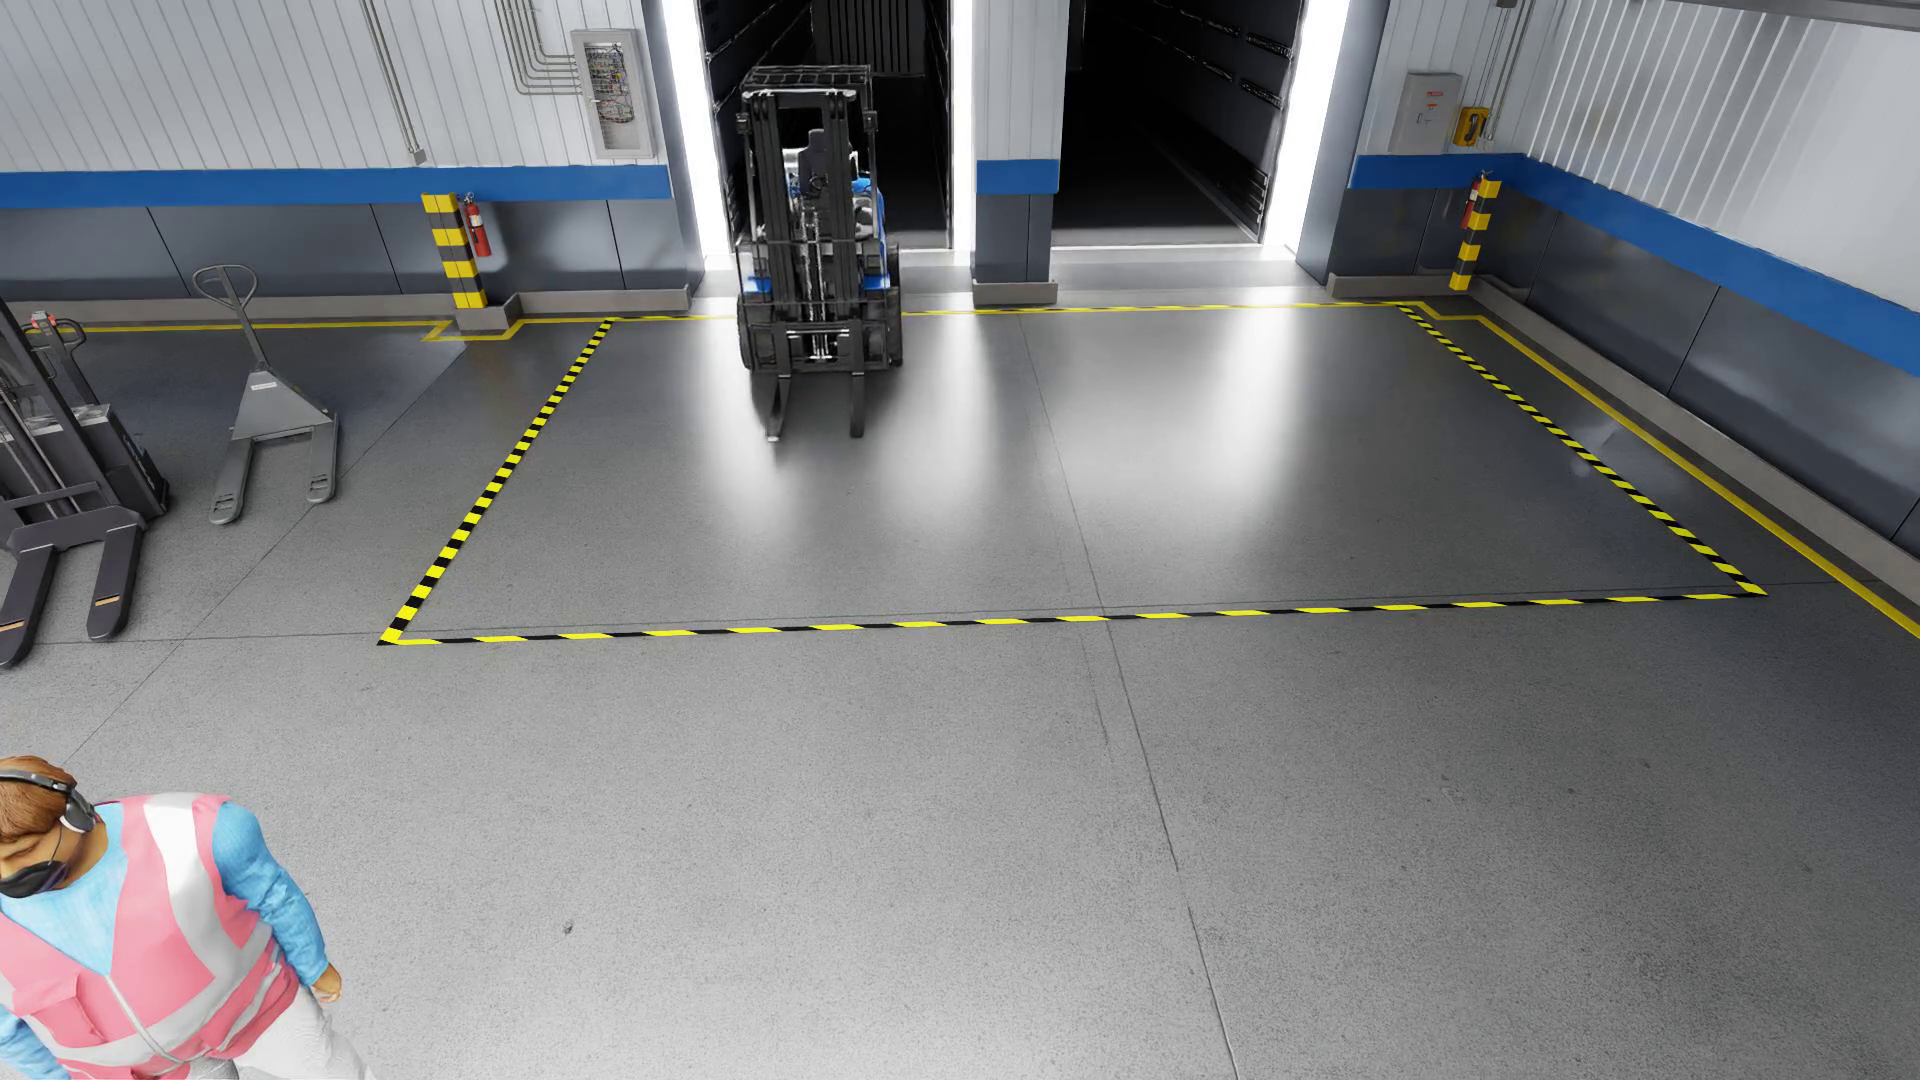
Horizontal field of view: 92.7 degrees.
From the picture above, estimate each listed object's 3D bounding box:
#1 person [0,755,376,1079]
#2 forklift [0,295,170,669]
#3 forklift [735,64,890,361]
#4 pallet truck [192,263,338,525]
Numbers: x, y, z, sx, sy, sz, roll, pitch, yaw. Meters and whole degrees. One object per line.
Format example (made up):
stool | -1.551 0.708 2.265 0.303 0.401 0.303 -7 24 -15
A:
person | -1.963 1.234 2.355 0.632 1.840 0.429 -22 40 -28
forklift | -5.212 -0.618 4.878 0.823 1.965 1.885 -20 39 -26
forklift | -1.211 -2.908 7.846 1.157 2.036 2.680 -3 35 -4
pallet truck | -4.778 -1.027 6.128 0.680 1.201 1.601 -17 38 -23
